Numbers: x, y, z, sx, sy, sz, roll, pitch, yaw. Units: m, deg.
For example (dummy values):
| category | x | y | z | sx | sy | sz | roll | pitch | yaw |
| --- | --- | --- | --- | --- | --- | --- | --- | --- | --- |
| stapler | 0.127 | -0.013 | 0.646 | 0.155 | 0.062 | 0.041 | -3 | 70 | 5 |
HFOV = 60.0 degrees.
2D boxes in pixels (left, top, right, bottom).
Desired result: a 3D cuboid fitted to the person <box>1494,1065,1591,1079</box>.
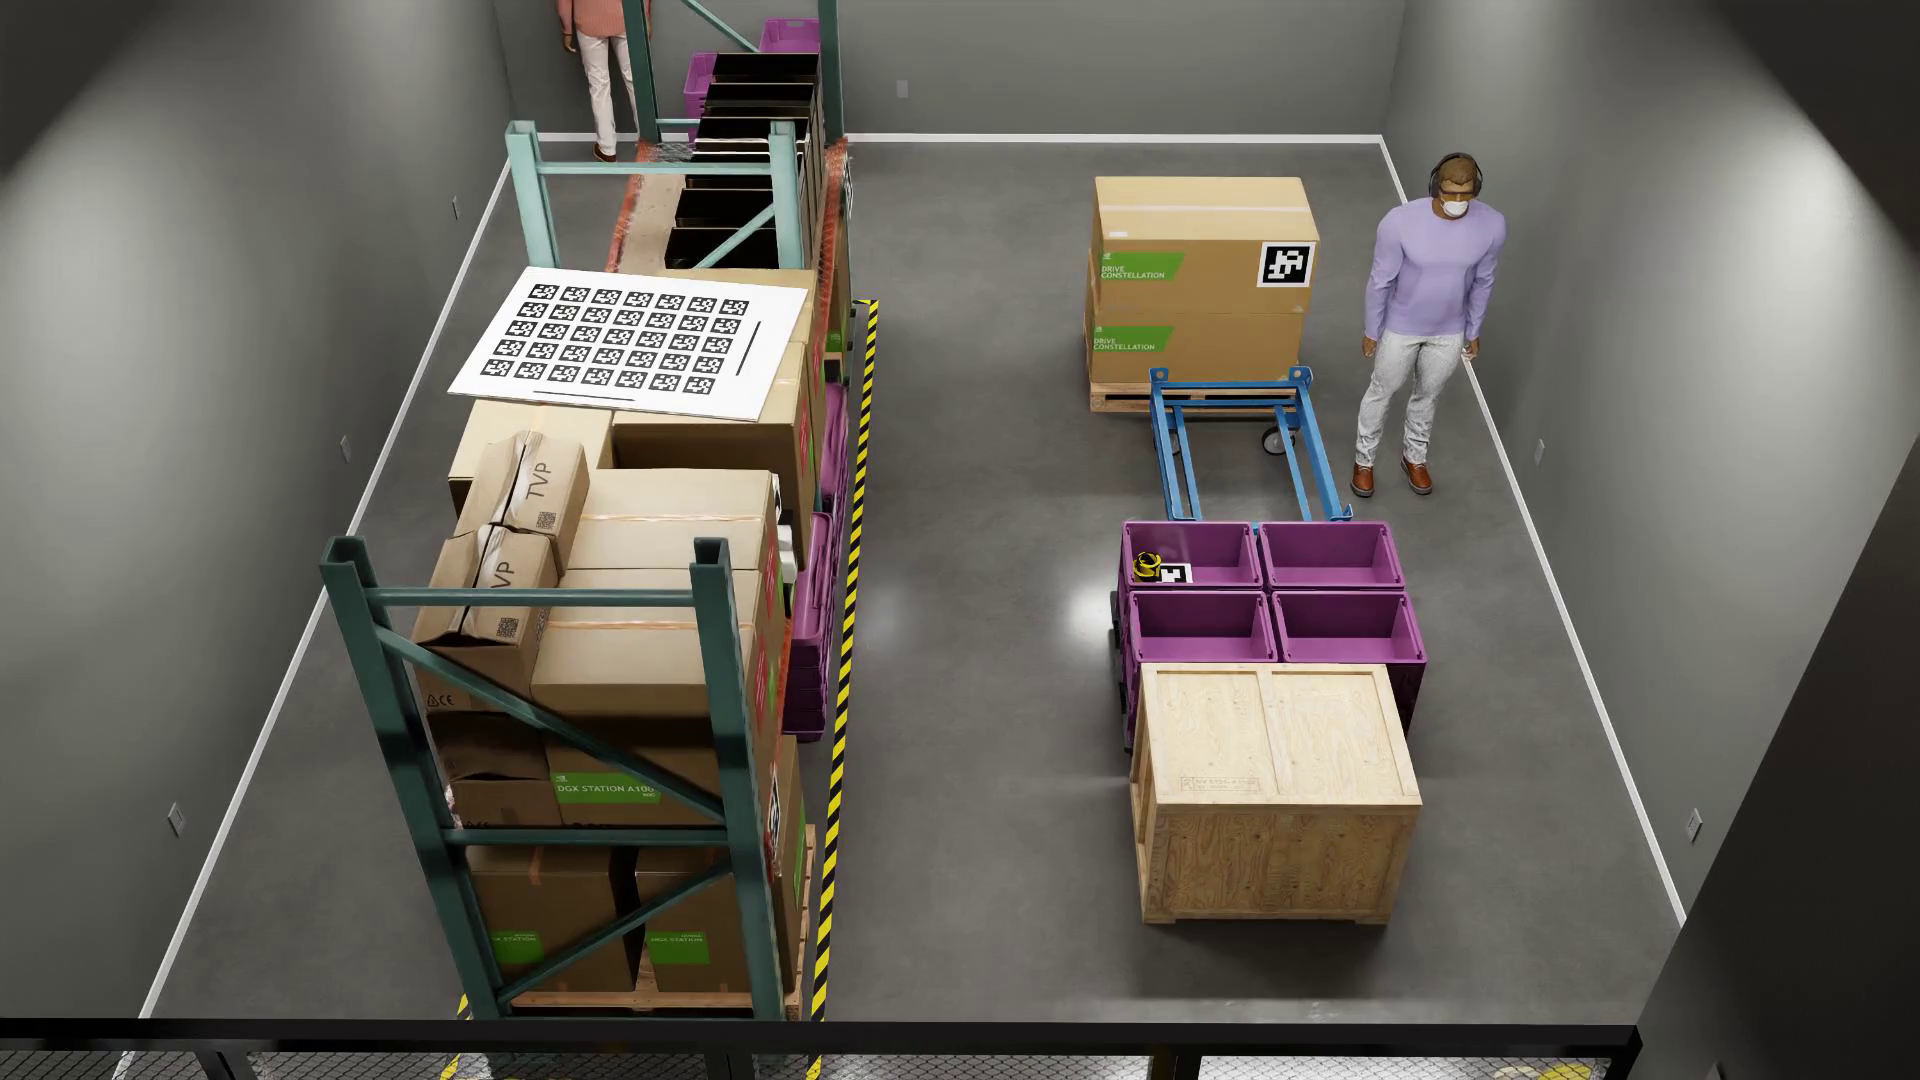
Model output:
| category | x | y | z | sx | sy | sz | roll | pitch | yaw |
| --- | --- | --- | --- | --- | --- | --- | --- | --- | --- |
| person | 1.600 | 2.071 | 4.831 | 0.403 | 1.833 | 0.590 | 5 | 41 | 6 |

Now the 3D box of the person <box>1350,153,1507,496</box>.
| category | x | y | z | sx | sy | sz | roll | pitch | yaw |
| --- | --- | --- | --- | --- | --- | --- | --- | --- | --- |
| person | 2.317 | -1.061 | 8.323 | 0.631 | 1.939 | 0.369 | -2 | 41 | -2 |

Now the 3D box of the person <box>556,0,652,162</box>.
| category | x | y | z | sx | sy | sz | roll | pitch | yaw |
| --- | --- | --- | --- | --- | --- | --- | --- | --- | --- |
| person | -2.344 | -3.437 | 10.990 | 0.623 | 1.992 | 0.392 | -16 | 44 | -17 |
